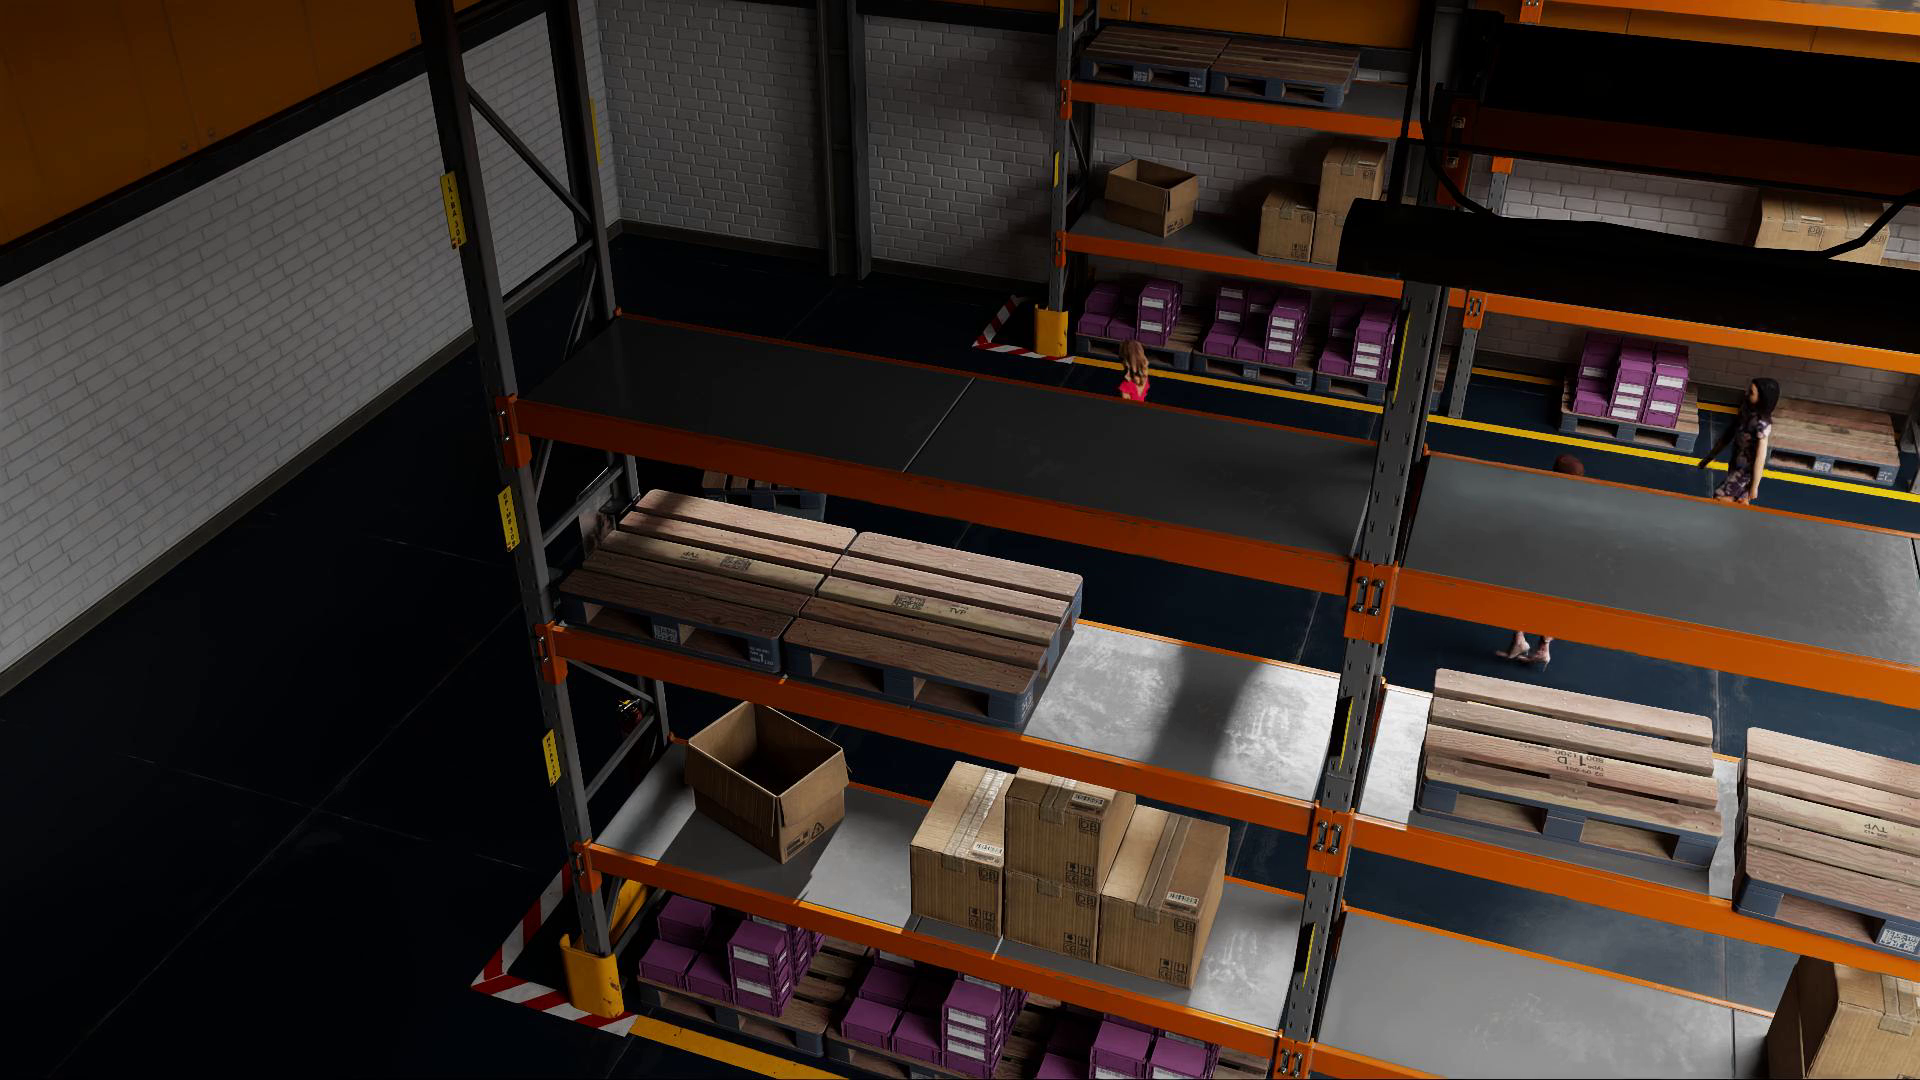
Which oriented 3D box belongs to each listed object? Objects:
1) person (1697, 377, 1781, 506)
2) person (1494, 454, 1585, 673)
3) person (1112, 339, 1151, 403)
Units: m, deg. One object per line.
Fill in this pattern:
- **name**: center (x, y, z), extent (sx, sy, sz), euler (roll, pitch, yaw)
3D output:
- **person**: center (6.337, -0.505, 13.306), extent (1.060, 1.696, 0.715), euler (7, 34, 10)
- **person**: center (4.372, 0.216, 12.139), extent (0.757, 1.786, 0.751), euler (26, 41, 33)
- **person**: center (1.513, -0.863, 13.836), extent (0.917, 1.706, 0.736), euler (24, 40, 31)
